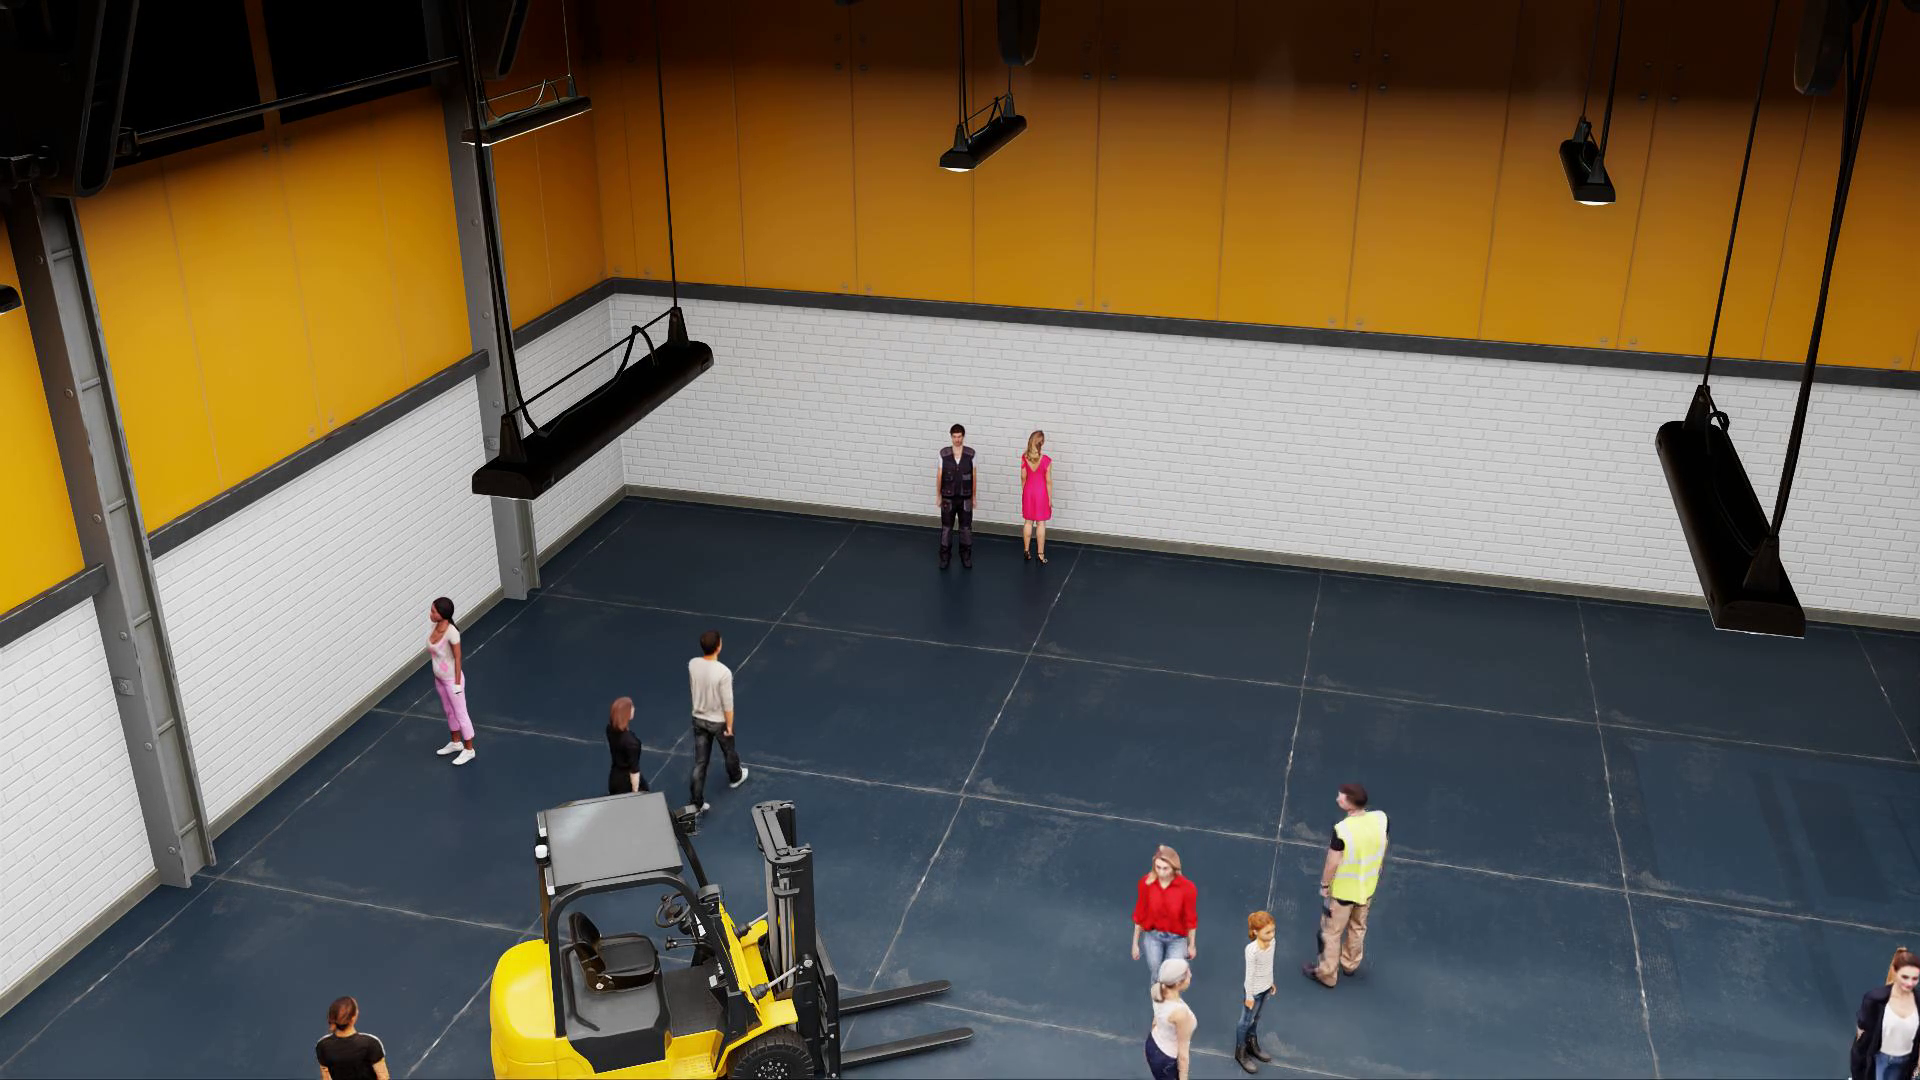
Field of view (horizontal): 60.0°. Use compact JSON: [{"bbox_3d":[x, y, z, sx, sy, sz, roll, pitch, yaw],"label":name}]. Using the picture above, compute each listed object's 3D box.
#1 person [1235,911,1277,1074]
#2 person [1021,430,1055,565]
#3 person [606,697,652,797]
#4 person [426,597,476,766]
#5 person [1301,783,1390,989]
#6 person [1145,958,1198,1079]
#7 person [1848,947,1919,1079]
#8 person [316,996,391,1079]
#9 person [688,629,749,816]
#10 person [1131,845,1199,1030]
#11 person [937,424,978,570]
[{"bbox_3d":[2.182,3.297,12.252,0.616,1.316,0.541,21,31,40],"label":"person"},{"bbox_3d":[0.929,-0.538,20.511,0.629,1.728,0.619,13,27,28],"label":"person"},{"bbox_3d":[-2.968,2.151,14.411,0.876,1.686,1.061,20,31,38],"label":"person"},{"bbox_3d":[-4.962,1.347,16.181,0.646,1.742,0.658,21,31,39],"label":"person"},{"bbox_3d":[3.074,2.671,13.042,0.896,1.830,0.933,-2,24,-4],"label":"person"},{"bbox_3d":[1.315,3.557,11.197,1.028,1.685,1.060,-9,25,-20],"label":"person"},{"bbox_3d":[6.303,3.491,11.379,0.627,1.660,1.058,5,24,12],"label":"person"},{"bbox_3d":[-3.941,3.743,10.827,0.750,1.639,1.104,1,24,3],"label":"person"},{"bbox_3d":[-2.345,1.701,15.333,0.697,1.772,1.151,8,25,18],"label":"person"},{"bbox_3d":[1.564,2.975,12.520,0.646,1.691,0.585,7,25,16],"label":"person"},{"bbox_3d":[-0.039,-0.546,20.379,0.721,1.848,0.683,-1,24,-3],"label":"person"}]
